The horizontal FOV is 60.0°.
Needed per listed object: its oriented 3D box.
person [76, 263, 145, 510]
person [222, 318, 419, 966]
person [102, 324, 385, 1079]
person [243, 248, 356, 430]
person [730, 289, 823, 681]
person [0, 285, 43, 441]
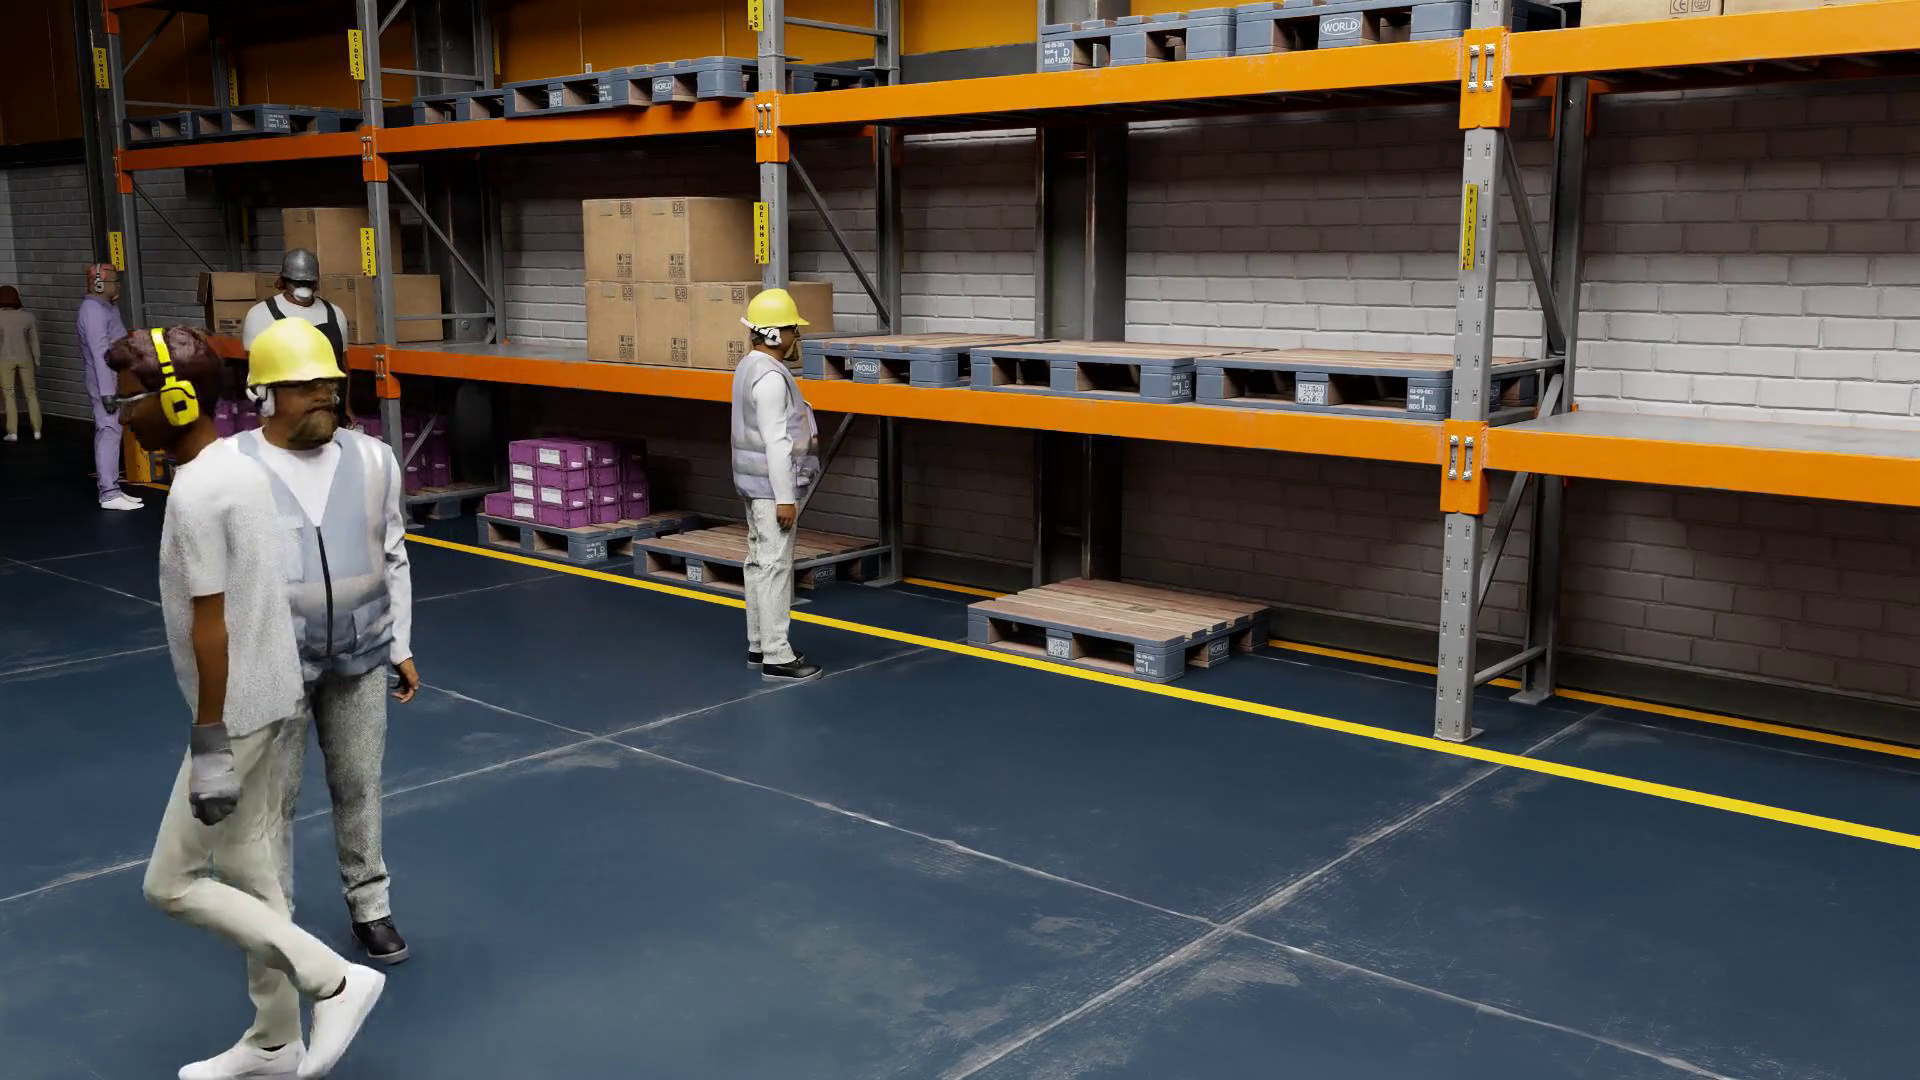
[{"bbox_3d":[-6.593,-1.188,12.926,0.405,1.906,0.652,-5,11,-27],"label":"person"},{"bbox_3d":[-1.791,0.312,4.589,0.600,1.833,0.404,-7,12,-36],"label":"person"},{"bbox_3d":[-1.696,0.422,3.910,0.460,1.849,0.576,-2,10,-12],"label":"person"},{"bbox_3d":[-4.260,-0.896,10.880,0.675,2.000,0.536,-10,14,-44],"label":"person"},{"bbox_3d":[-0.865,-0.256,7.829,0.403,1.833,0.586,-3,11,-19],"label":"person"},{"bbox_3d":[-9.965,-1.861,17.534,0.507,1.632,0.268,-9,13,-41],"label":"person"}]
